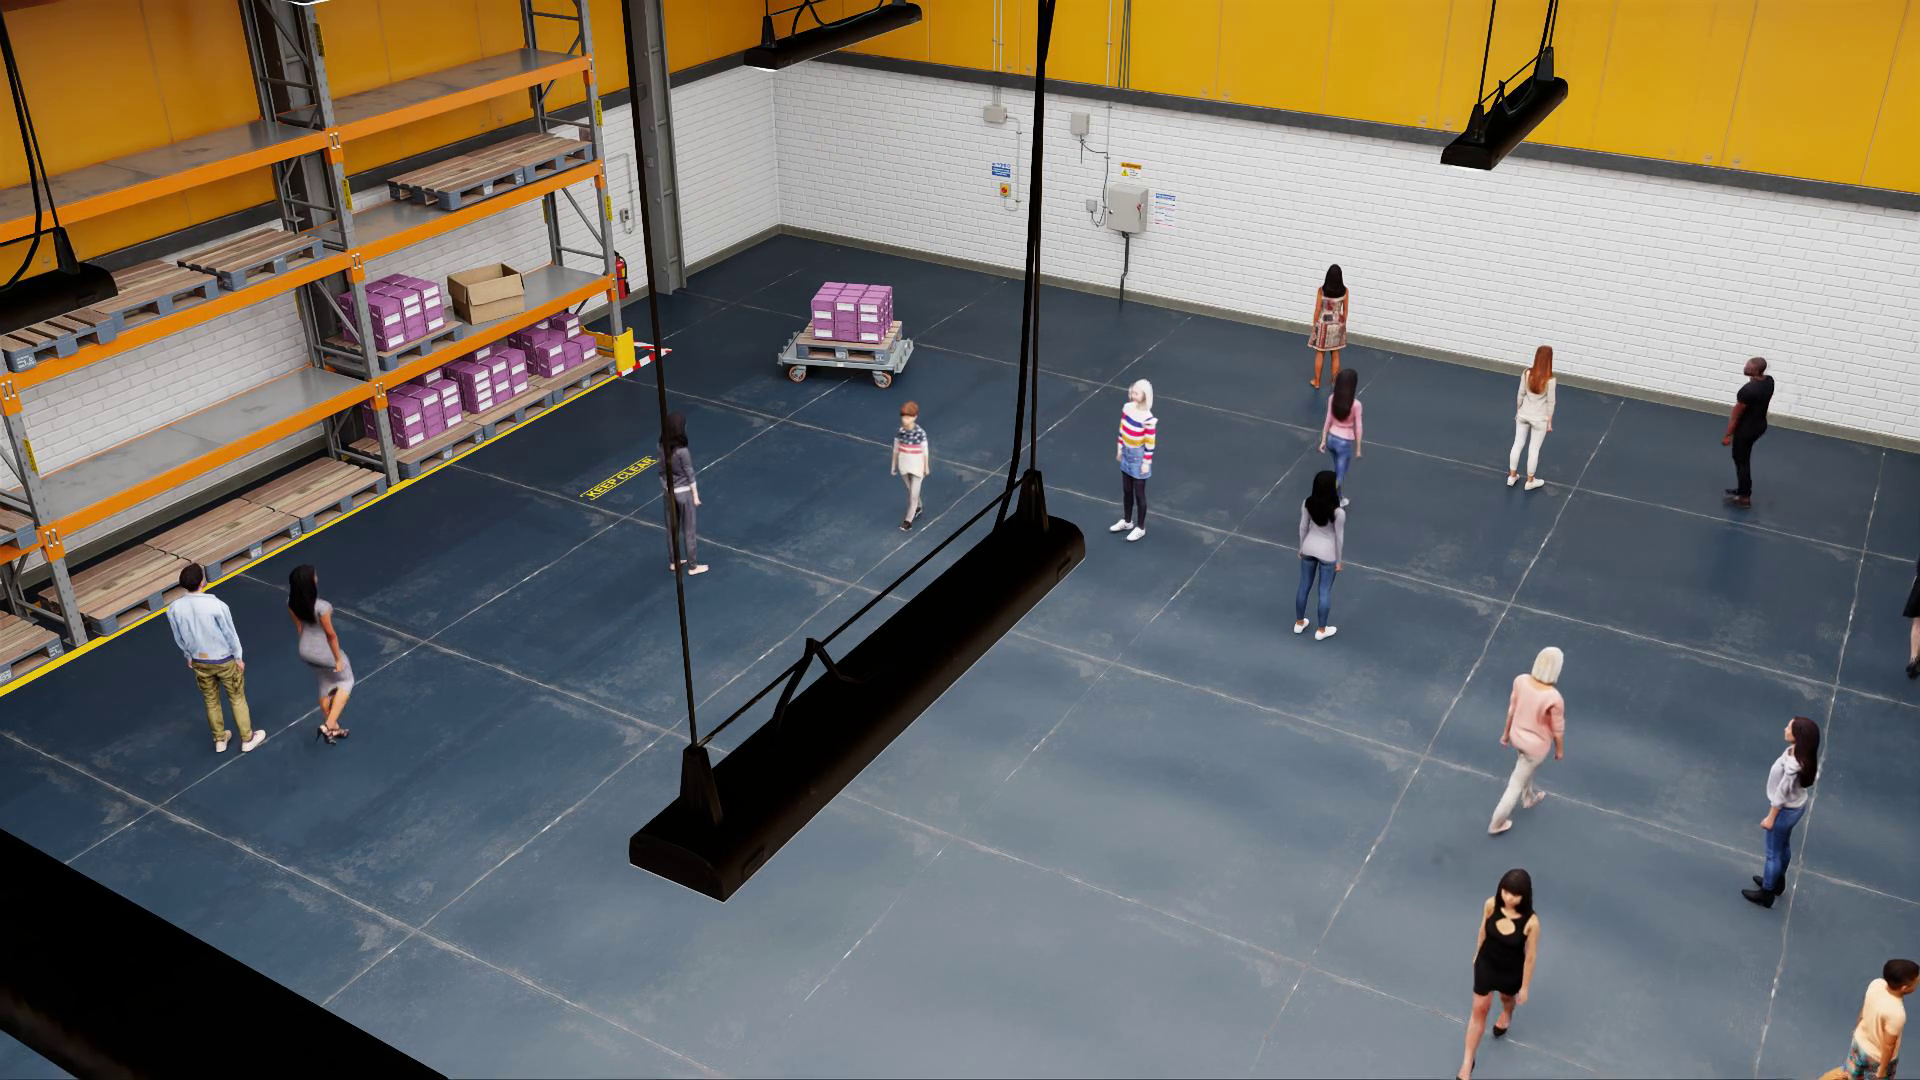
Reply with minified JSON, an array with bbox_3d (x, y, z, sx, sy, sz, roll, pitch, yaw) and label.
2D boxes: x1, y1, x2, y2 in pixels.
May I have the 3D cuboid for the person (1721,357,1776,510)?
[{"bbox_3d":[8.677,-1.169,18.226,0.680,1.790,0.852,-13,31,-23],"label":"person"}]

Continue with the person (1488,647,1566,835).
[{"bbox_3d":[4.459,1.631,13.193,1.058,1.693,0.867,-18,33,-29],"label":"person"}]

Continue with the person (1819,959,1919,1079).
[{"bbox_3d":[5.726,3.219,10.543,0.878,1.443,0.895,-1,29,-2],"label":"person"}]

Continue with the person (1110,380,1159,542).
[{"bbox_3d":[1.875,-0.865,17.650,0.692,1.808,0.726,-18,33,-29],"label":"person"}]

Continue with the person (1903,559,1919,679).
[{"bbox_3d":[8.912,0.495,15.233,0.604,1.735,0.696,18,33,30],"label":"person"}]

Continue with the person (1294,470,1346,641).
[{"bbox_3d":[3.425,0.139,15.885,0.640,1.736,0.581,22,36,35],"label":"person"}]

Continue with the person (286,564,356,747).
[{"bbox_3d":[-5.511,1.045,14.188,0.656,1.771,0.755,10,30,17],"label":"person"}]

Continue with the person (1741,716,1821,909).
[{"bbox_3d":[6.224,2.038,12.513,0.689,1.630,0.509,21,35,34],"label":"person"}]

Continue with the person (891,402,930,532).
[{"bbox_3d":[-0.499,-0.847,18.038,0.586,1.405,0.918,12,31,21],"label":"person"}]

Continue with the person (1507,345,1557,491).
[{"bbox_3d":[6.440,-1.380,18.693,0.644,1.713,0.630,25,37,38],"label":"person"}]

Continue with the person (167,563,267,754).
[{"bbox_3d":[-6.370,1.012,14.205,0.762,1.812,0.750,0,29,1],"label":"person"}]

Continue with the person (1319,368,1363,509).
[{"bbox_3d":[4.072,-1.000,17.992,1.135,1.717,0.779,-24,37,-37],"label":"person"}]

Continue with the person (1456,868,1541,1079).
[{"bbox_3d":[3.651,2.828,11.091,0.659,1.606,1.057,20,35,33],"label":"person"}]

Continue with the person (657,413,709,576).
[{"bbox_3d":[-2.870,-0.467,16.970,0.588,1.761,0.498,16,32,27],"label":"person"}]

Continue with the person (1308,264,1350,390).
[{"bbox_3d":[4.718,-2.735,21.248,0.729,1.645,0.725,-1,29,-1],"label":"person"}]
